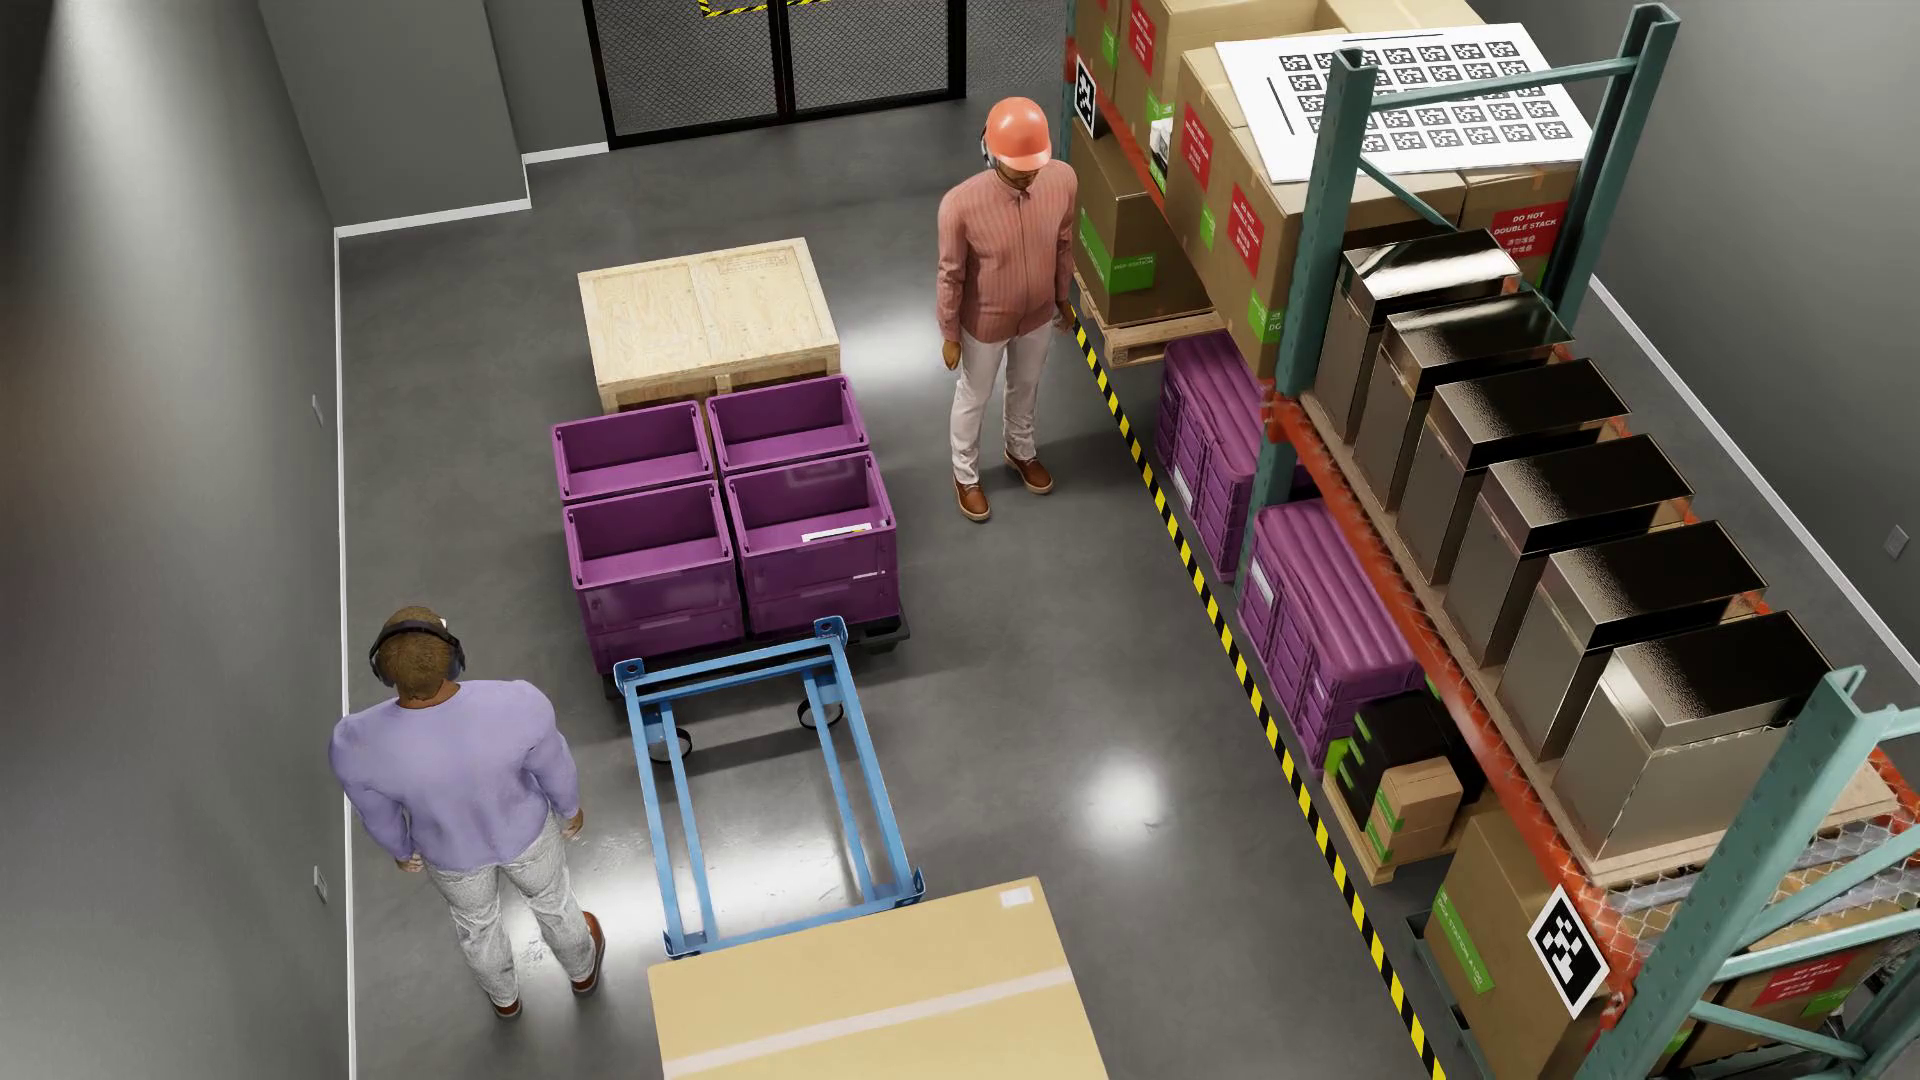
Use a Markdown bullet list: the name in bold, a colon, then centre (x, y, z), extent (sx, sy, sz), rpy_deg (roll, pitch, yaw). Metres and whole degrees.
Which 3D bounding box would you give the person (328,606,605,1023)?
- **person**: centre (-1.459, 0.875, 5.085), extent (0.631, 1.936, 0.372), rpy_deg (-13, 49, -12)

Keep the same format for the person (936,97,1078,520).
- **person**: centre (0.200, -0.908, 6.683), extent (0.621, 1.992, 0.397), rpy_deg (-22, 51, -19)

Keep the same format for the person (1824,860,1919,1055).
- **person**: centre (3.092, 1.007, 5.034), extent (0.597, 1.828, 0.403), rpy_deg (-11, 48, -10)
